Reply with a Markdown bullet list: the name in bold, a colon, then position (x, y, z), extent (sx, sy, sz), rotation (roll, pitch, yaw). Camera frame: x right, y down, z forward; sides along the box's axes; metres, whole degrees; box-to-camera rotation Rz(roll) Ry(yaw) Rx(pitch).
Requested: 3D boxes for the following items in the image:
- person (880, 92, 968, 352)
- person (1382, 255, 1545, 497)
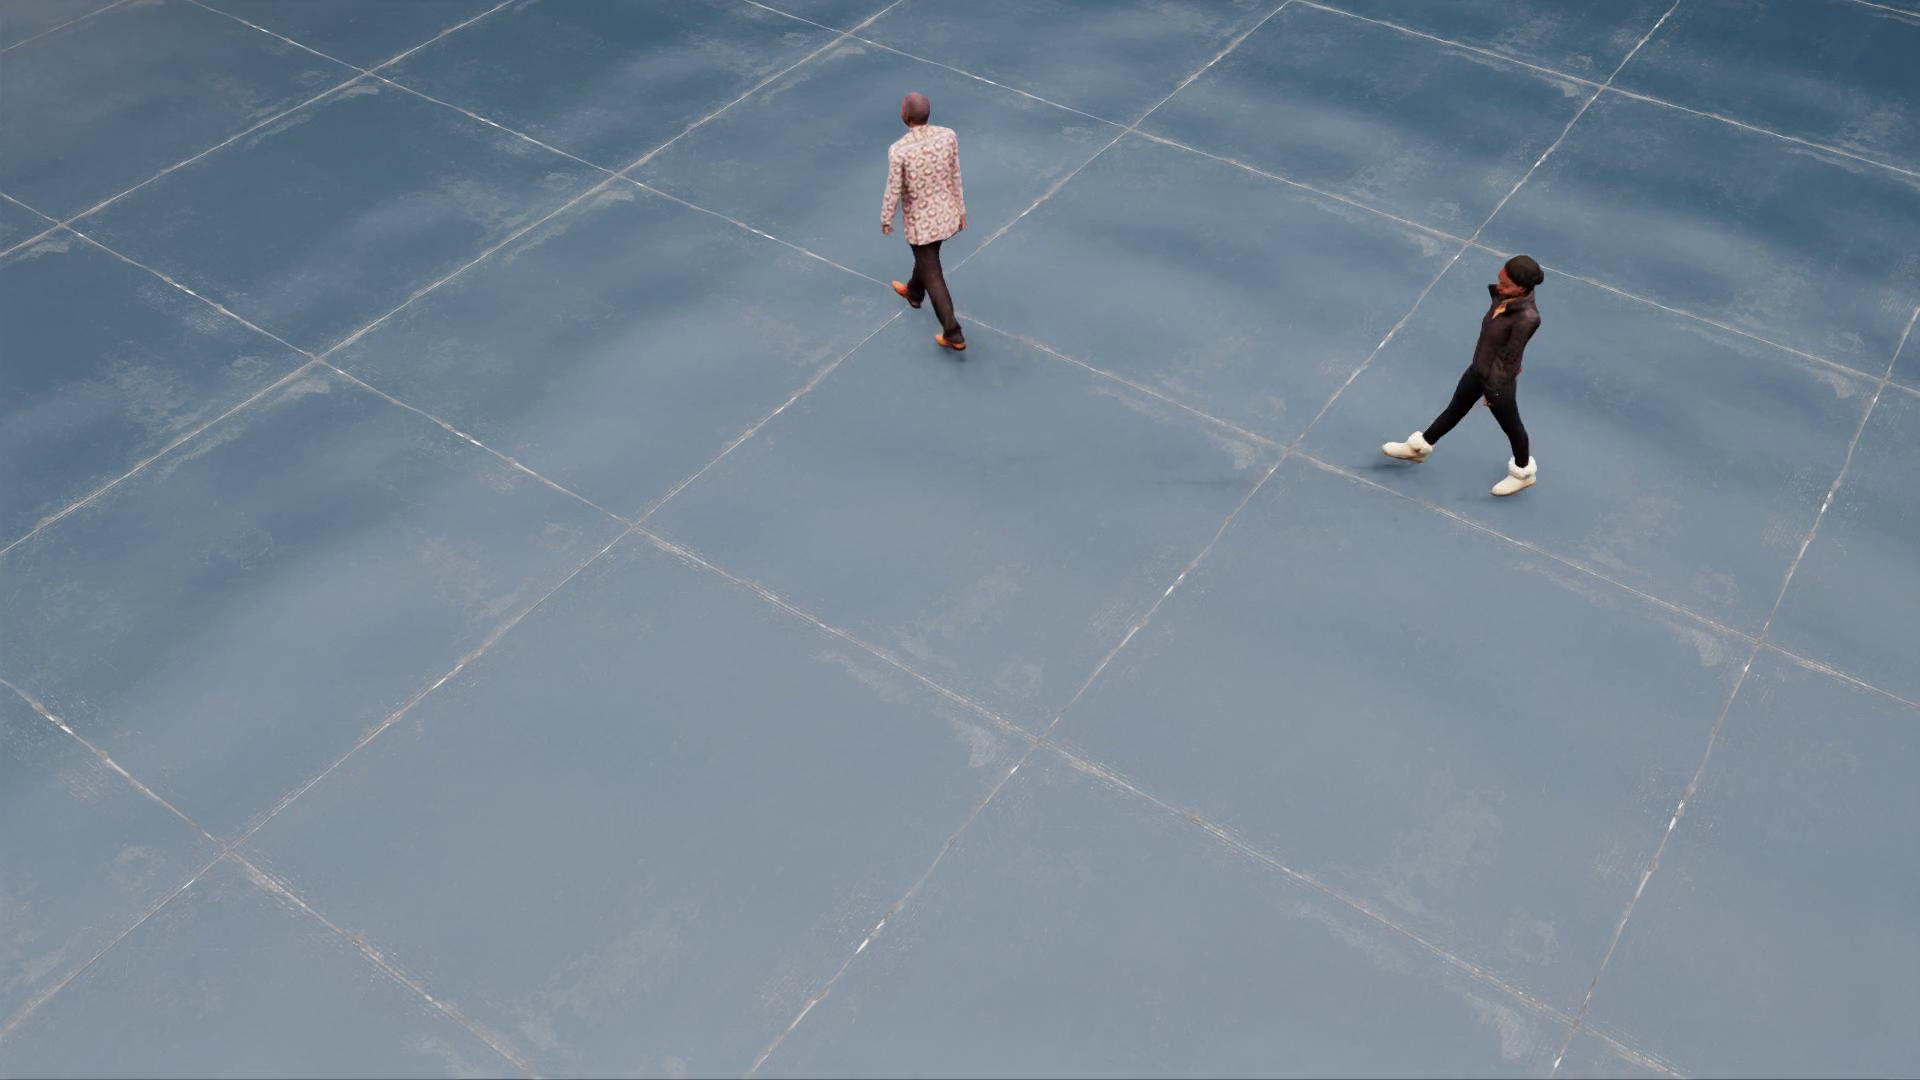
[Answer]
- **person**: position (-0.165, -2.088, 11.166), extent (0.946, 1.757, 1.286), rotation (-27, 49, -26)
- **person**: position (3.091, -0.979, 10.059), extent (1.201, 1.647, 1.044), rotation (7, 43, 7)
